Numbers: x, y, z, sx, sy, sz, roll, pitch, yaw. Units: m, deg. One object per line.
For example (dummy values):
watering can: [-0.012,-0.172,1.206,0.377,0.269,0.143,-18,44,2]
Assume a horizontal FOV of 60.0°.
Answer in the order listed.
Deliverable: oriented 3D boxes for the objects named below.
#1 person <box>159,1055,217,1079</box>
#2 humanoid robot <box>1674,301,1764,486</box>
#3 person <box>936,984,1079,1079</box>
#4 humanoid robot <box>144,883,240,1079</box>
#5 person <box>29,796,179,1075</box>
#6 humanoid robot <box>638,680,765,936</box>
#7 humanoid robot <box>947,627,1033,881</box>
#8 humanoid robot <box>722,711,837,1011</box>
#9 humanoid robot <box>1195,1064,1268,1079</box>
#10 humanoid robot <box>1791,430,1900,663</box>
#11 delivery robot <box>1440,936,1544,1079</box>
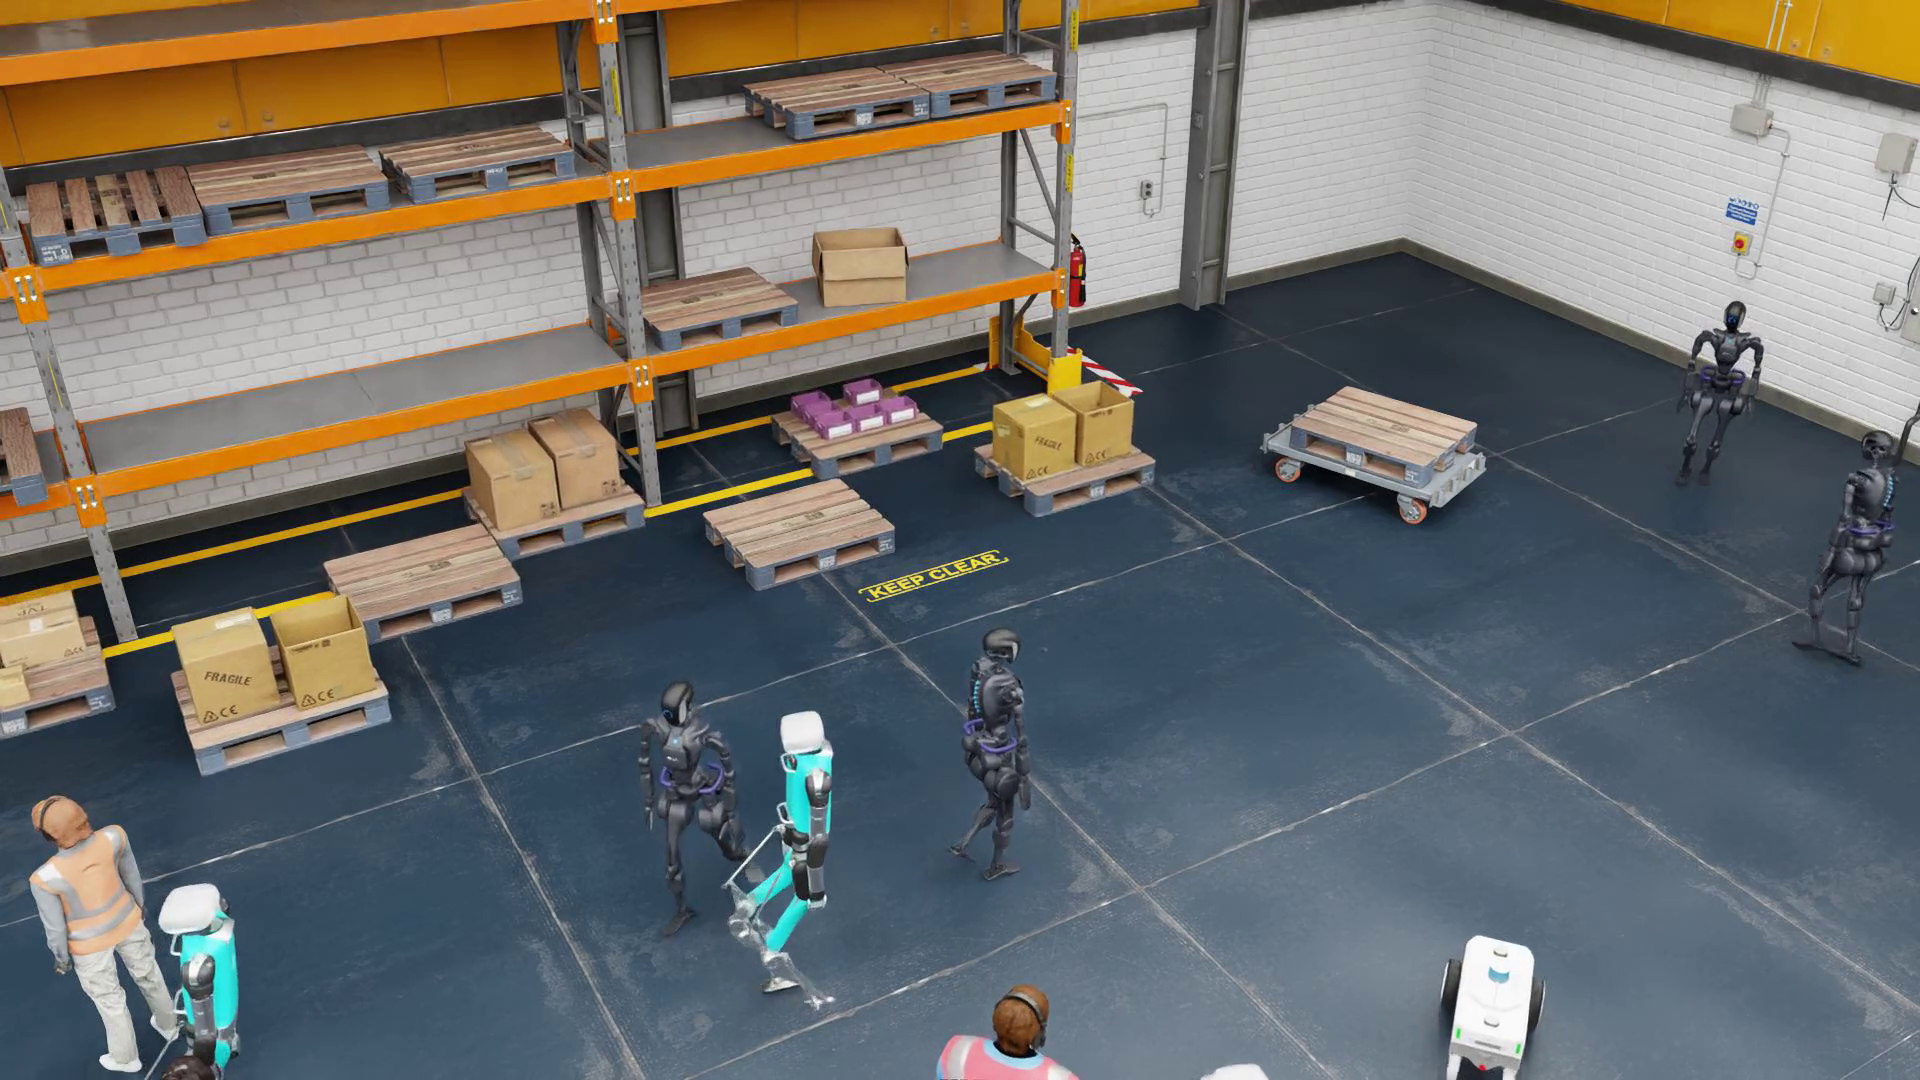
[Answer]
person: [-2.813,2.753,6.464,0.534,1.880,0.417,-13,32,-21]
humanoid robot: [6.248,-1.197,13.672,0.610,1.643,0.422,13,32,22]
person: [0.215,2.564,6.854,0.628,1.835,0.431,12,32,20]
humanoid robot: [-3.564,2.342,7.366,0.932,1.802,0.560,-7,30,-12]
person: [-4.204,1.930,8.162,0.308,1.640,0.513,16,33,25]
humanoid robot: [-1.426,1.373,9.161,0.603,1.639,0.685,8,30,13]
humanoid robot: [0.160,1.234,9.356,0.418,1.639,0.610,-16,33,-27]
humanoid robot: [-0.970,1.689,8.487,0.699,1.789,0.531,-9,31,-15]
humanoid robot: [1.285,2.738,6.651,0.769,1.784,0.541,-11,31,-19]
humanoid robot: [6.203,0.057,11.457,0.613,1.626,0.493,-14,32,-23]
delivery robot: [2.716,2.378,8.494,0.499,0.614,0.790,10,31,18]
